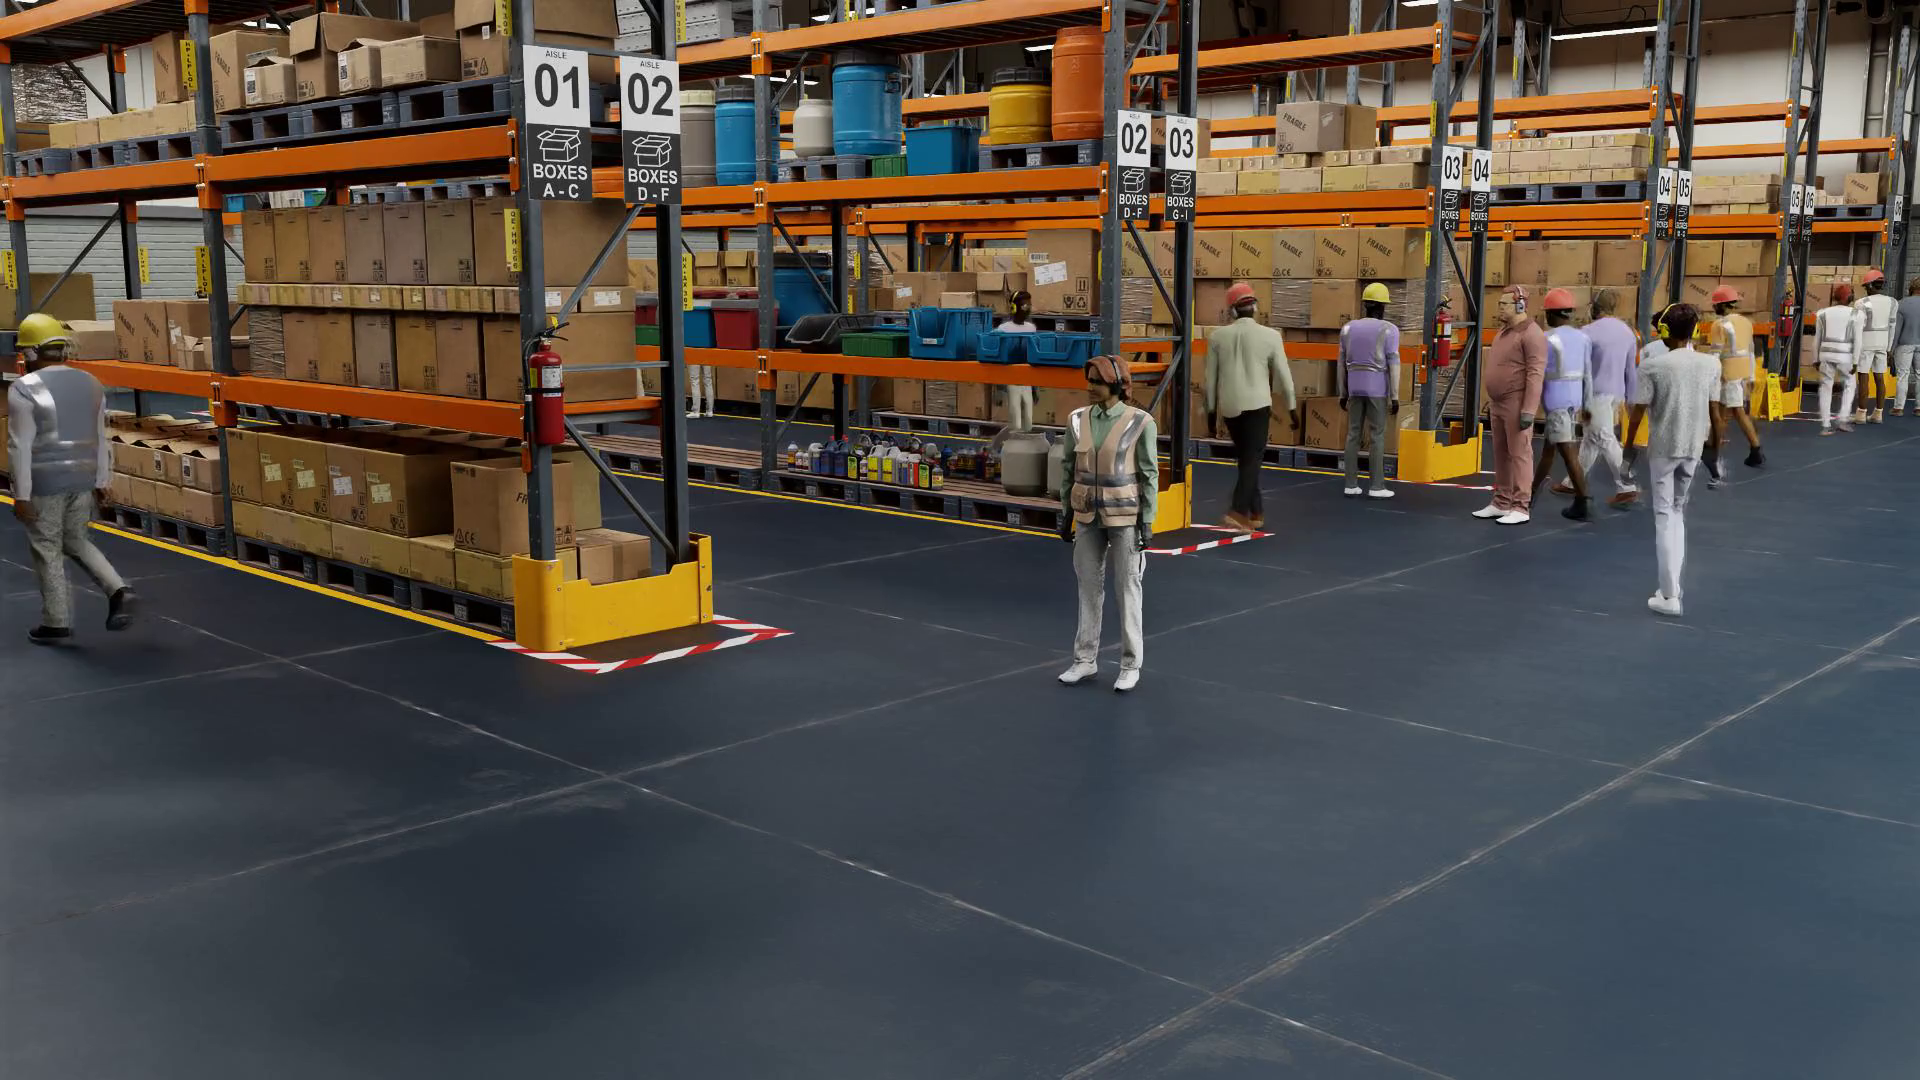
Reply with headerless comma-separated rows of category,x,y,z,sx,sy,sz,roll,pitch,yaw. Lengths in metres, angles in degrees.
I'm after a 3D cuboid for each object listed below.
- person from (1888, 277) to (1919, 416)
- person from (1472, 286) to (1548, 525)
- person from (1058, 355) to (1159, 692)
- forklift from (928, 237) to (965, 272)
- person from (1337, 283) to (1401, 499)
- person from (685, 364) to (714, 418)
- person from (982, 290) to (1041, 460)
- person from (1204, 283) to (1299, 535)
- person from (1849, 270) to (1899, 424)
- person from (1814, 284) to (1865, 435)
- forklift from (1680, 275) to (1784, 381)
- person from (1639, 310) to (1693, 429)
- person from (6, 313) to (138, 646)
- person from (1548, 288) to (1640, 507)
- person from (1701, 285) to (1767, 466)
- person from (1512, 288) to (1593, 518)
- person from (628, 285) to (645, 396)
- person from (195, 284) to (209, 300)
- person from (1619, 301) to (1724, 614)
person,13.325,-2.702,23.259,0.635,1.939,0.360,1,9,9
person,4.447,-1.089,13.465,0.403,1.911,0.637,-1,9,-9
person,0.723,-0.085,8.140,0.523,1.636,0.310,6,11,33
forklift,-0.326,-5.817,39.609,1.129,2.768,1.873,9,13,43
person,3.686,-1.341,14.952,0.594,1.924,0.382,8,12,42
person,-3.602,-2.498,22.942,0.507,1.632,0.272,-8,12,-41
person,0.530,-1.499,16.171,0.521,1.856,0.548,-9,13,-44
person,2.257,-1.033,13.056,0.735,1.940,0.817,4,10,23
person,12.105,-2.566,22.123,0.605,2.038,0.387,-1,9,-9
person,10.935,-2.247,20.706,0.580,1.865,0.589,9,13,43
forklift,12.480,-3.427,27.053,1.214,2.155,2.313,9,13,43
person,6.632,-1.328,15.637,0.361,1.666,0.577,-8,12,-41
person,-4.878,-0.322,9.057,0.546,1.815,0.595,3,10,18
person,5.609,-1.246,14.537,0.650,1.890,1.054,-6,11,-31
person,8.158,-1.732,17.515,0.548,1.892,0.928,-7,12,-37
person,4.966,-1.148,13.901,0.550,1.888,0.986,-6,11,-30
person,-4.505,-2.549,22.636,0.524,1.830,0.928,-7,11,-35
person,-12.829,-3.469,28.284,0.588,1.834,0.403,-5,11,-30
person,4.265,-0.504,10.040,0.565,1.850,0.603,-1,9,-4
